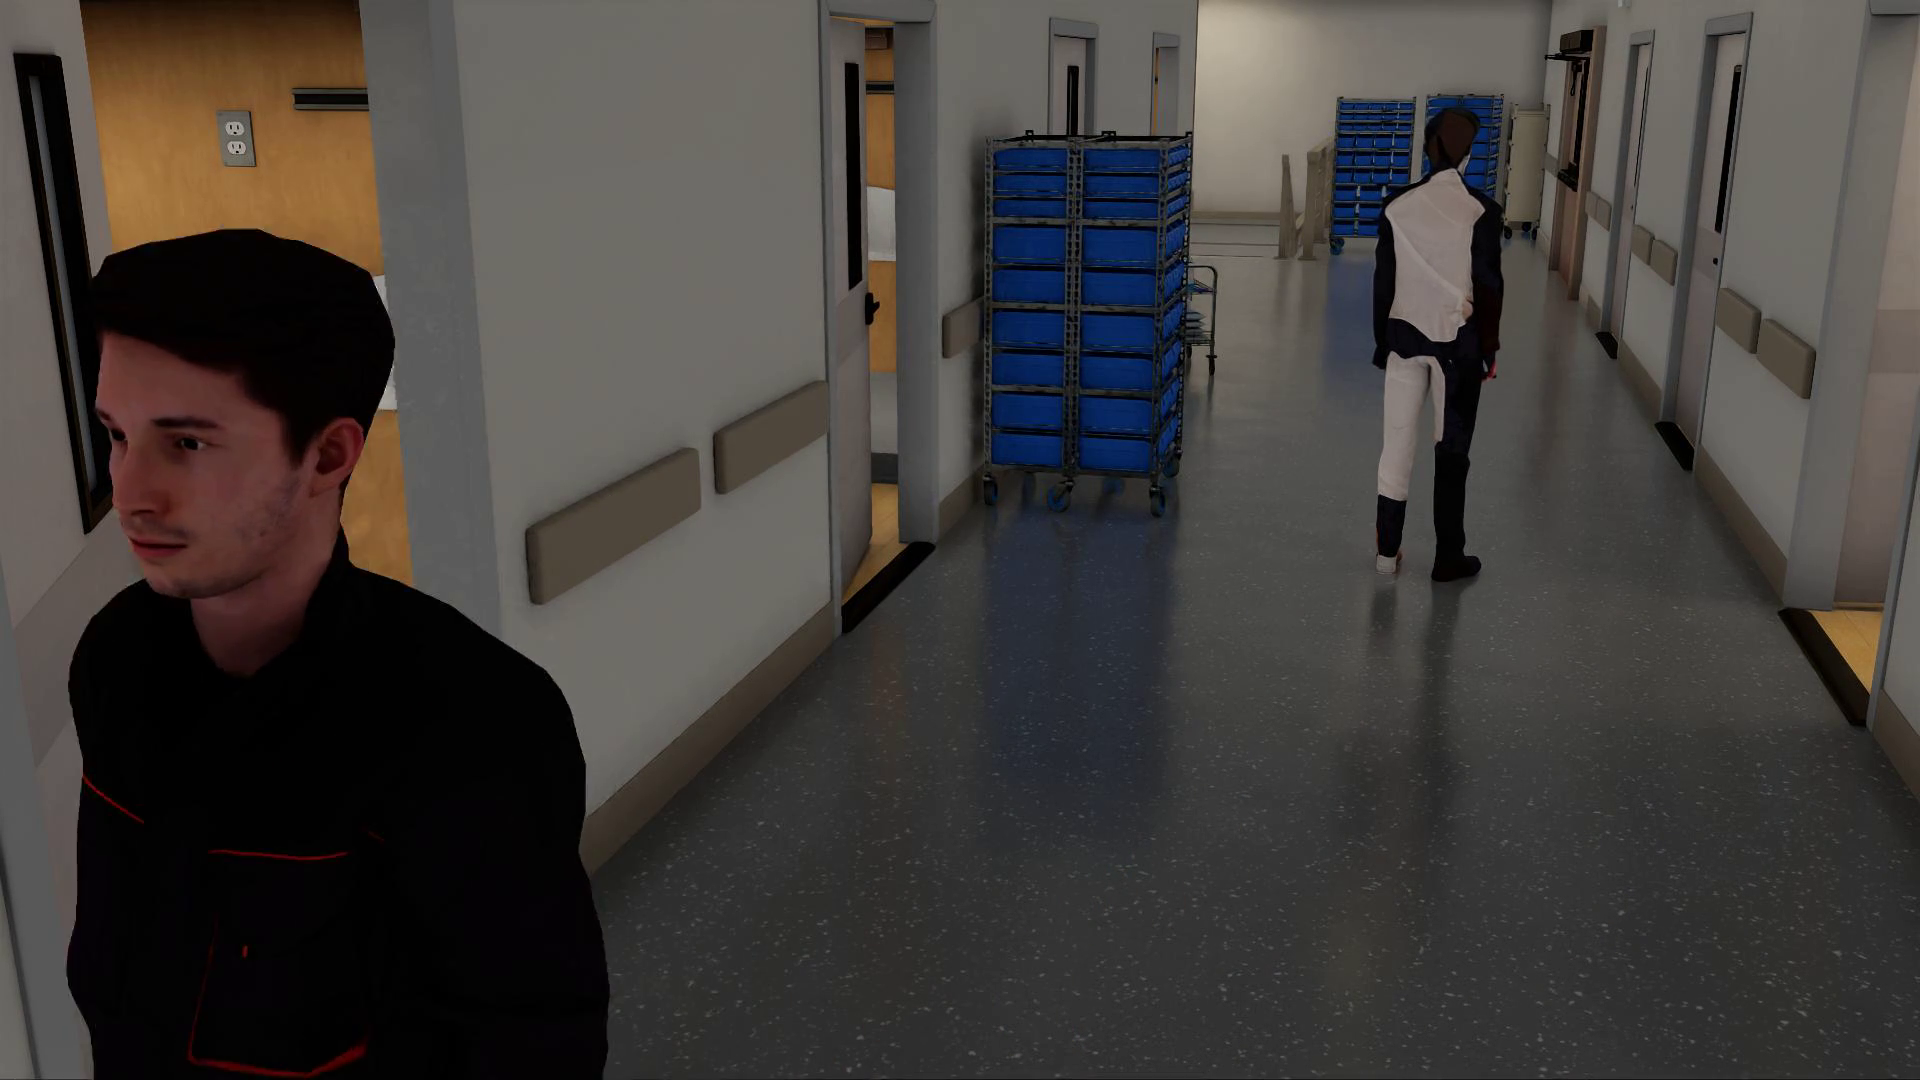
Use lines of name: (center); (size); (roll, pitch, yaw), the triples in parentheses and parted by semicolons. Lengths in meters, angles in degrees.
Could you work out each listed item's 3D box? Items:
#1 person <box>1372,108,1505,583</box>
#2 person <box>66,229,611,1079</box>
person: (1.923, -0.782, 6.753); (0.750, 1.891, 0.711); (11, 19, 33)
person: (-0.502, 0.668, 1.571); (0.779, 1.912, 0.759); (8, 18, 26)
